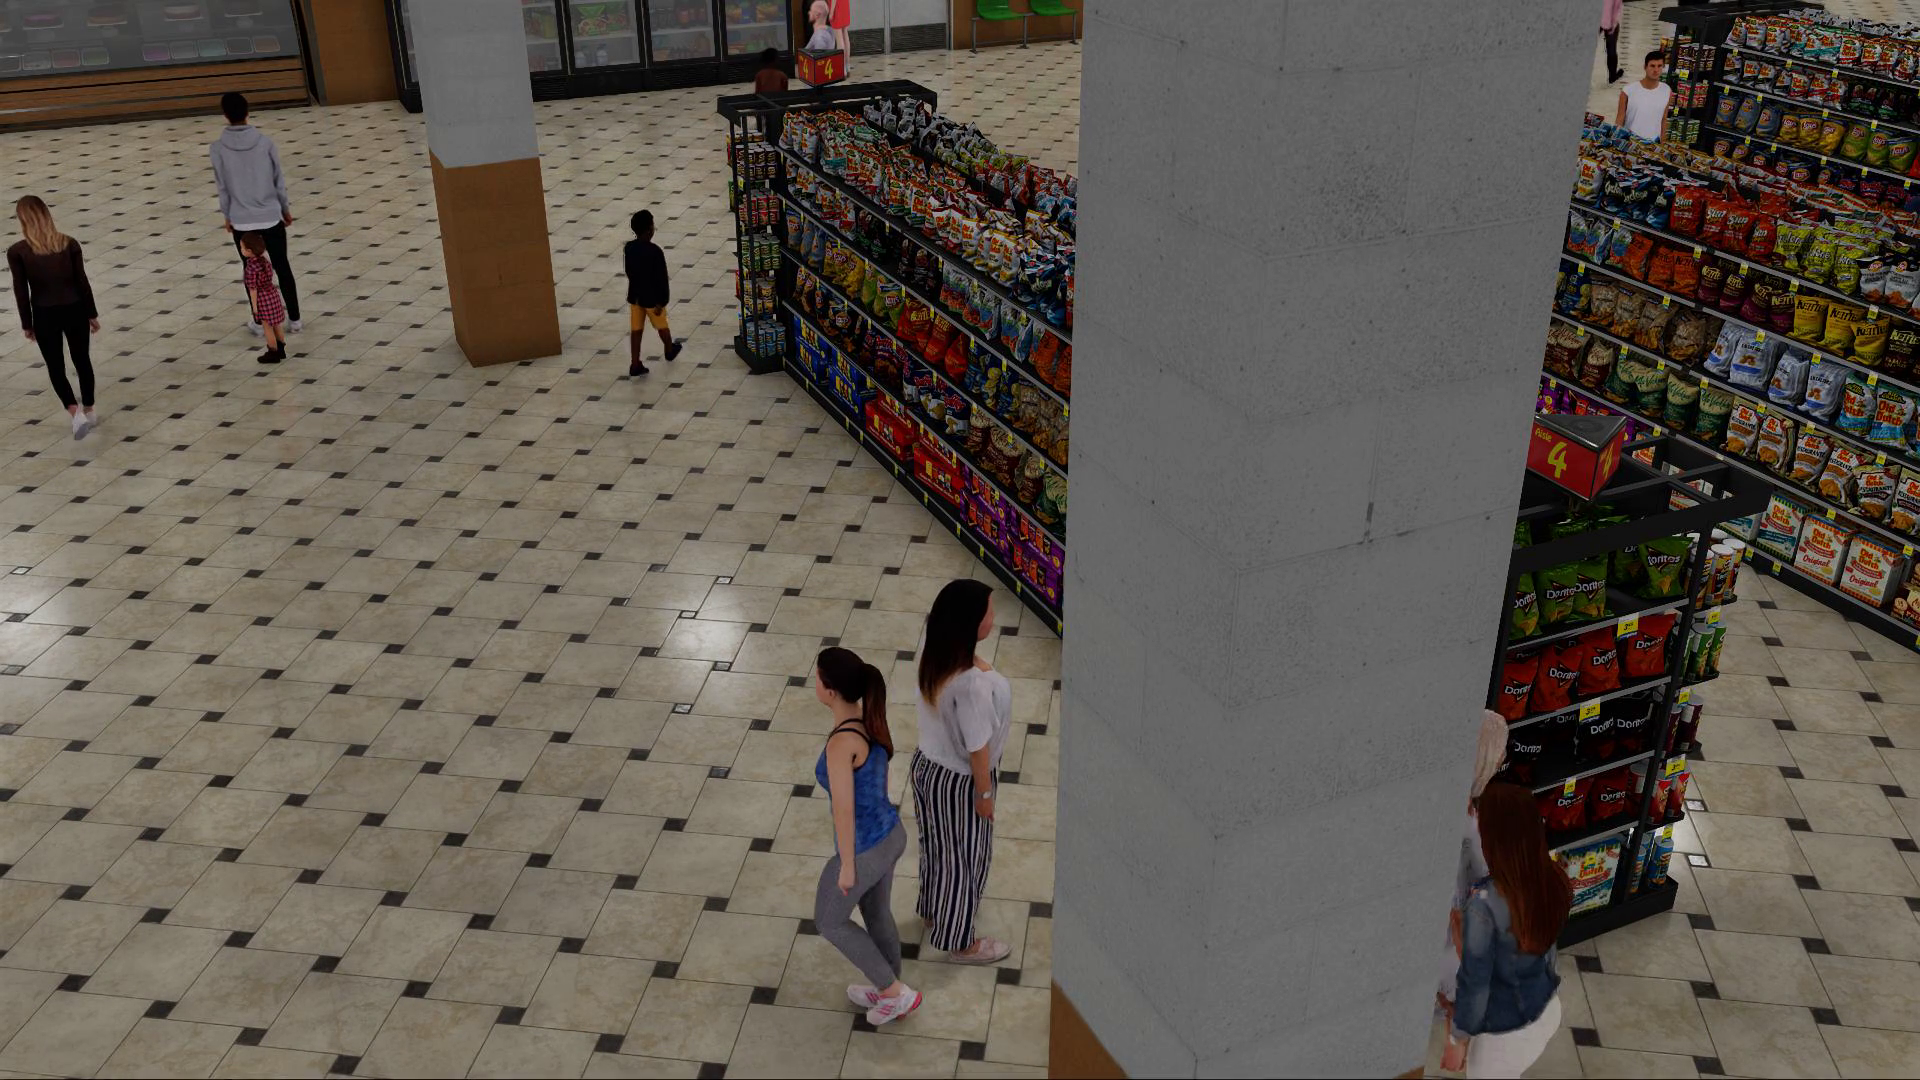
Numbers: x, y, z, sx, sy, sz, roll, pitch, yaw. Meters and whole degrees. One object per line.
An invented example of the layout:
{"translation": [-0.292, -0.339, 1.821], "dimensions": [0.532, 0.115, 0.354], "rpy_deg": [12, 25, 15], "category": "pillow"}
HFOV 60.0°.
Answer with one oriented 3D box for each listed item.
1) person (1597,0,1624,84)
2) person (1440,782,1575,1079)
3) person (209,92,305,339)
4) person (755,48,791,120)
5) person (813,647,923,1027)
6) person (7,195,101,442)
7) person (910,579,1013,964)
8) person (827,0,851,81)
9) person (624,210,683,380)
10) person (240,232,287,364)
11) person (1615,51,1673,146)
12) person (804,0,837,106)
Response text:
{"translation": [8.288, -6.663, 21.564], "dimensions": [0.895, 1.640, 1.093], "rpy_deg": [-23, 35, -38], "category": "person"}
{"translation": [1.803, 1.584, 5.284], "dimensions": [0.826, 1.656, 0.985], "rpy_deg": [-24, 36, -39], "category": "person"}
{"translation": [-5.578, -2.571, 13.182], "dimensions": [0.672, 1.923, 0.563], "rpy_deg": [-14, 30, -25], "category": "person"}
{"translation": [-2.073, -4.701, 18.165], "dimensions": [0.861, 1.215, 0.956], "rpy_deg": [7, 28, 13], "category": "person"}
{"translation": [-0.300, 1.161, 6.193], "dimensions": [0.838, 1.588, 0.774], "rpy_deg": [11, 29, 21], "category": "person"}
{"translation": [-6.102, -1.478, 11.290], "dimensions": [0.752, 1.686, 1.025], "rpy_deg": [-19, 32, -32], "category": "person"}
{"translation": [-0.010, 0.907, 6.588], "dimensions": [0.737, 1.684, 0.550], "rpy_deg": [-10, 29, -20], "category": "person"}
{"translation": [-1.615, -7.088, 22.195], "dimensions": [0.729, 1.828, 0.654], "rpy_deg": [7, 28, 14], "category": "person"}
{"translation": [-2.381, -1.810, 12.434], "dimensions": [0.854, 1.243, 0.920], "rpy_deg": [9, 28, 17], "category": "person"}
{"translation": [-5.355, -1.869, 12.795], "dimensions": [0.556, 1.021, 0.487], "rpy_deg": [5, 27, 10], "category": "person"}
{"translation": [6.285, -3.626, 15.412], "dimensions": [0.732, 1.788, 0.728], "rpy_deg": [1, 27, 2], "category": "person"}
{"translation": [-1.463, -4.768, 17.609], "dimensions": [0.819, 1.838, 0.702], "rpy_deg": [2, 27, 4], "category": "person"}
